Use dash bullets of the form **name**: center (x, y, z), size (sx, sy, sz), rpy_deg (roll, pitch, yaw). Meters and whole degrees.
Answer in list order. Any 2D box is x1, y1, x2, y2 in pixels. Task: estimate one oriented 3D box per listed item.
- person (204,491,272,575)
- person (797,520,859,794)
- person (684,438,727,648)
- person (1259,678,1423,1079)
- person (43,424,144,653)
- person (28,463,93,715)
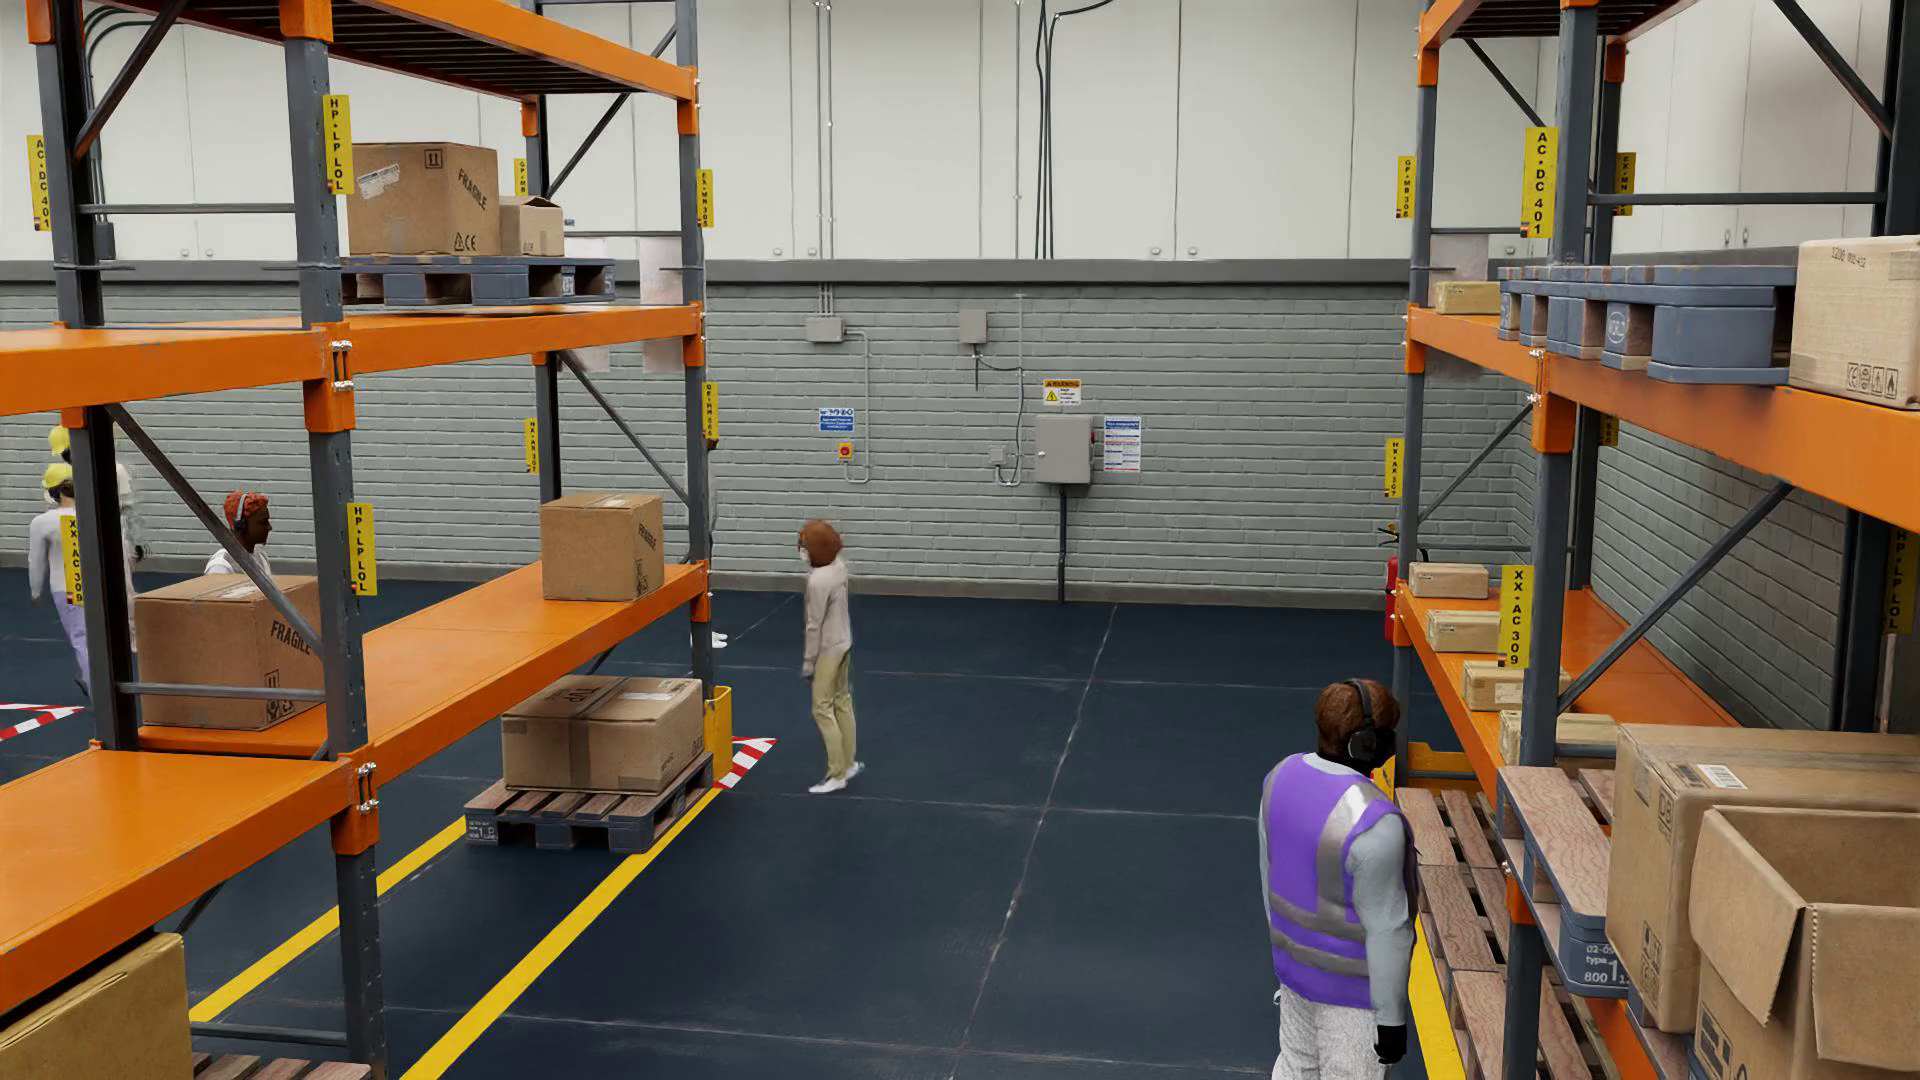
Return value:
- **person**: center (-3.780, 0.673, 8.852), size (0.358, 1.880, 0.575), rpy_deg (0, 9, -1)
- **person**: center (-0.765, 0.658, 9.772), size (0.280, 1.615, 0.644), rpy_deg (2, 9, 12)
- **person**: center (-2.056, -0.066, 13.430), size (0.316, 1.870, 0.531), rpy_deg (-1, 9, -6)
- **person**: center (1.152, 1.315, 5.001), size (0.429, 1.841, 0.633), rpy_deg (-4, 10, -21)
- **person**: center (-6.622, 0.019, 12.924), size (0.812, 1.871, 0.375), rpy_deg (-6, 11, -32)
- **person**: center (-6.125, 0.326, 11.466), size (0.892, 1.719, 0.536), rpy_deg (8, 12, 40)
